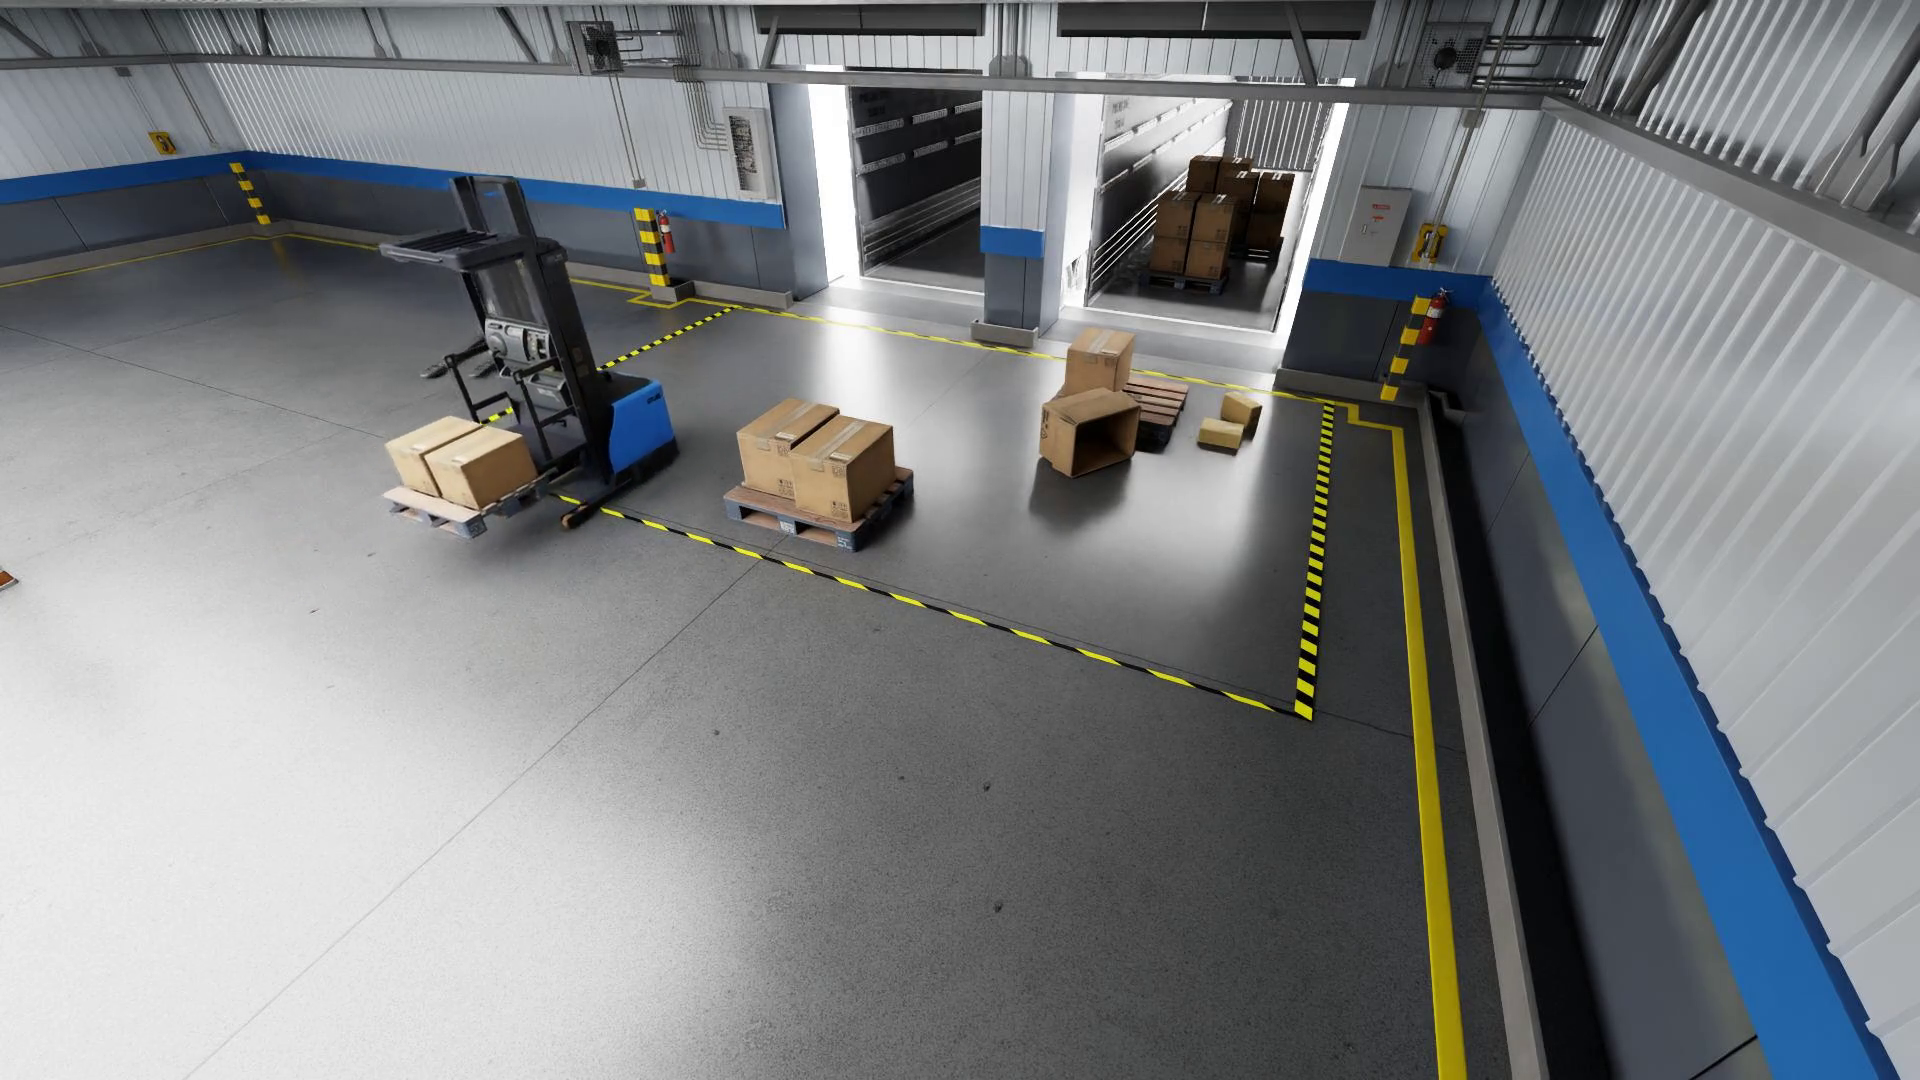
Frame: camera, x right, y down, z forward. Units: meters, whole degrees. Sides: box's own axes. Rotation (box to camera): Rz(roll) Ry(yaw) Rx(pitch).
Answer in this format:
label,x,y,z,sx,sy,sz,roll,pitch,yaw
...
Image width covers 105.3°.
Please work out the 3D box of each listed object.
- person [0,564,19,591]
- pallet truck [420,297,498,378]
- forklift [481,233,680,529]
label,x,y,z,sx,sy,sz,roll,pitch,yaw
person,-6.903,-0.442,4.630,0.604,1.948,0.398,18,39,23
pallet truck,-5.664,-2.712,8.427,0.680,1.201,1.601,0,35,-1
forklift,-3.049,-1.426,5.932,0.716,2.013,0.776,15,38,20
